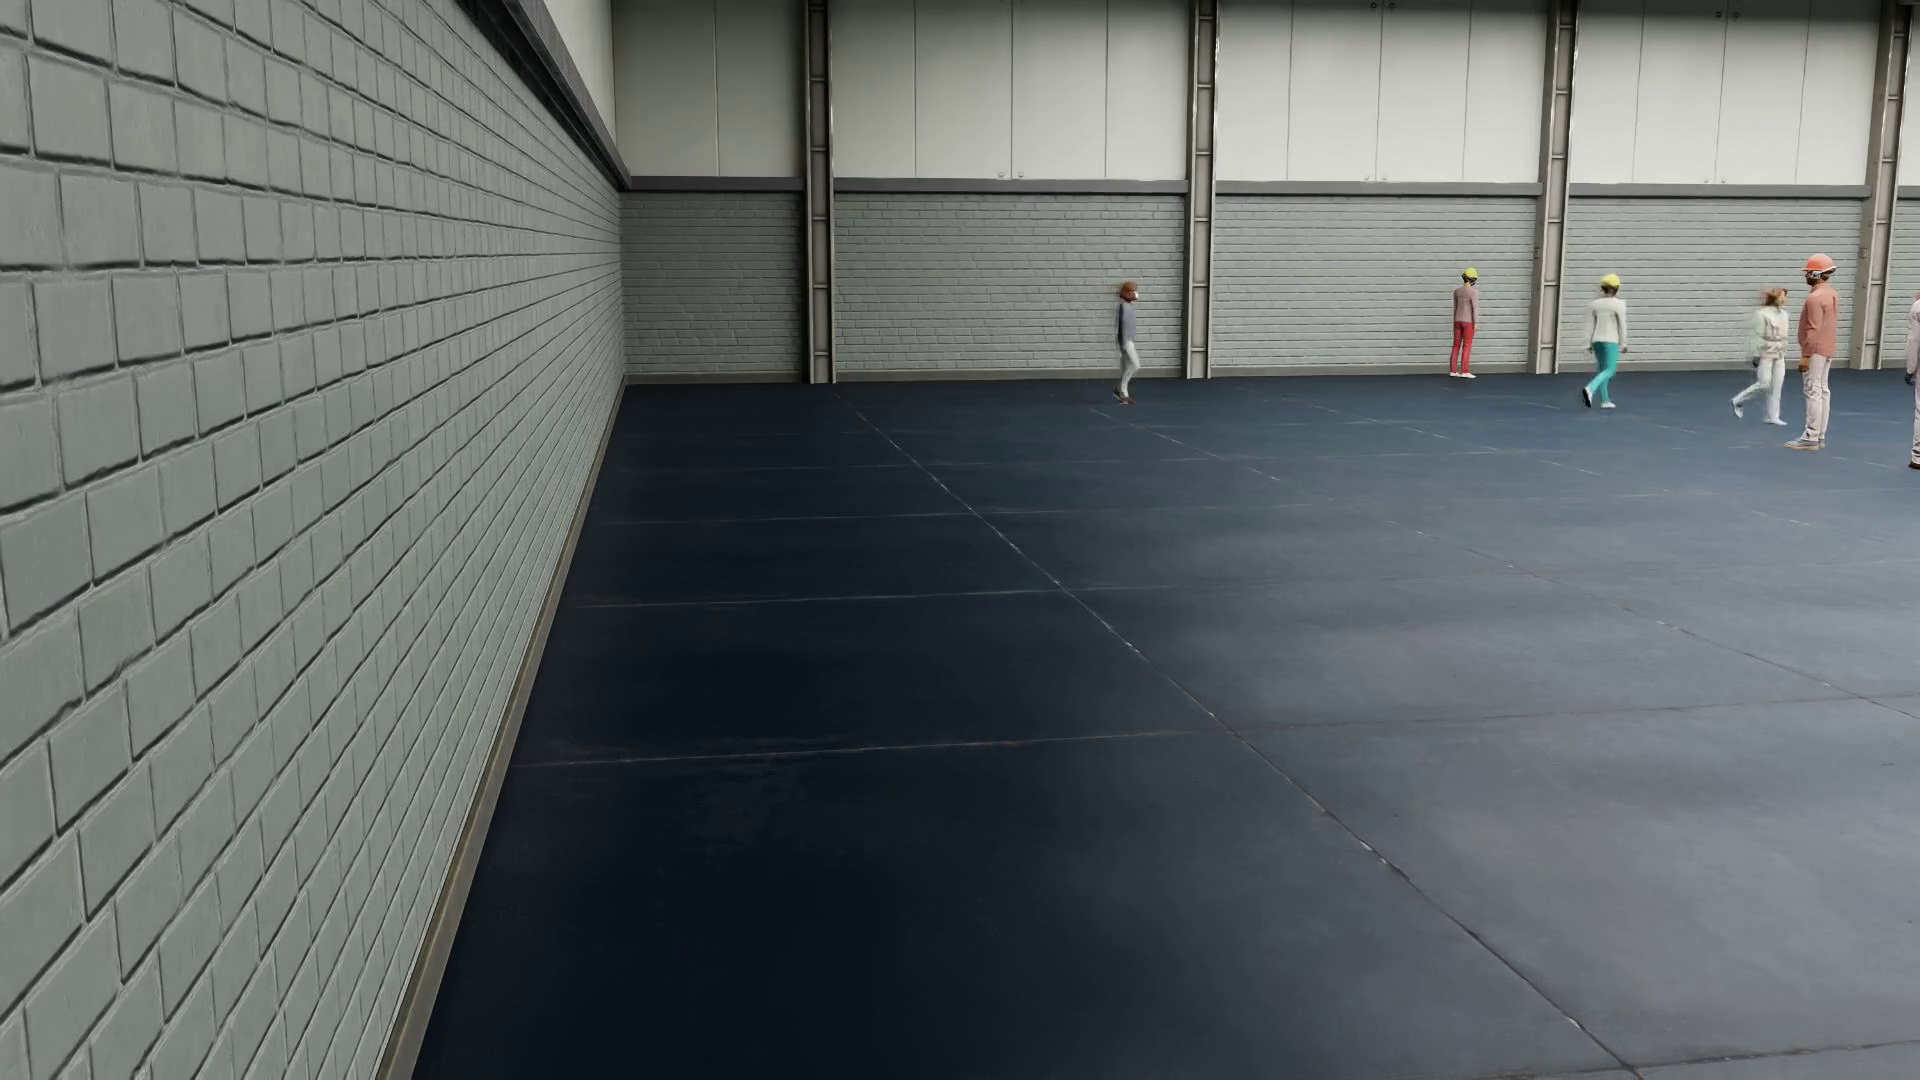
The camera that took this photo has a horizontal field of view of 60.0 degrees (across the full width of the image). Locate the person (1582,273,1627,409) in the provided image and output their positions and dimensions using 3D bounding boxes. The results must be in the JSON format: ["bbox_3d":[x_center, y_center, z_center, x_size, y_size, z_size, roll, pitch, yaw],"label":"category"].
[{"bbox_3d":[8.208,-2.529,21.235,0.682,1.745,0.531,-5,11,-28],"label":"person"}]

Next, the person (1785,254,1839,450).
[{"bbox_3d":[8.745,-1.920,17.027,0.383,1.996,0.609,9,14,43],"label":"person"}]

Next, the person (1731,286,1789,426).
[{"bbox_3d":[9.431,-2.156,19.463,0.520,1.621,0.568,-6,11,-30],"label":"person"}]

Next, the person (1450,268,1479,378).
[{"bbox_3d":[8.112,-3.470,26.638,0.334,1.763,0.522,-5,11,-28],"label":"person"}]

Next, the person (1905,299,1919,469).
[{"bbox_3d":[9.102,-1.587,15.385,0.638,1.902,0.406,6,11,29],"label":"person"}]

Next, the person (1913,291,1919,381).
[{"bbox_3d":[15.009,-3.306,25.674,0.533,1.765,0.331,3,10,15],"label":"person"}]

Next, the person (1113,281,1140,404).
[{"bbox_3d":[2.243,-2.601,21.992,0.341,1.620,0.520,2,10,13],"label":"person"}]
